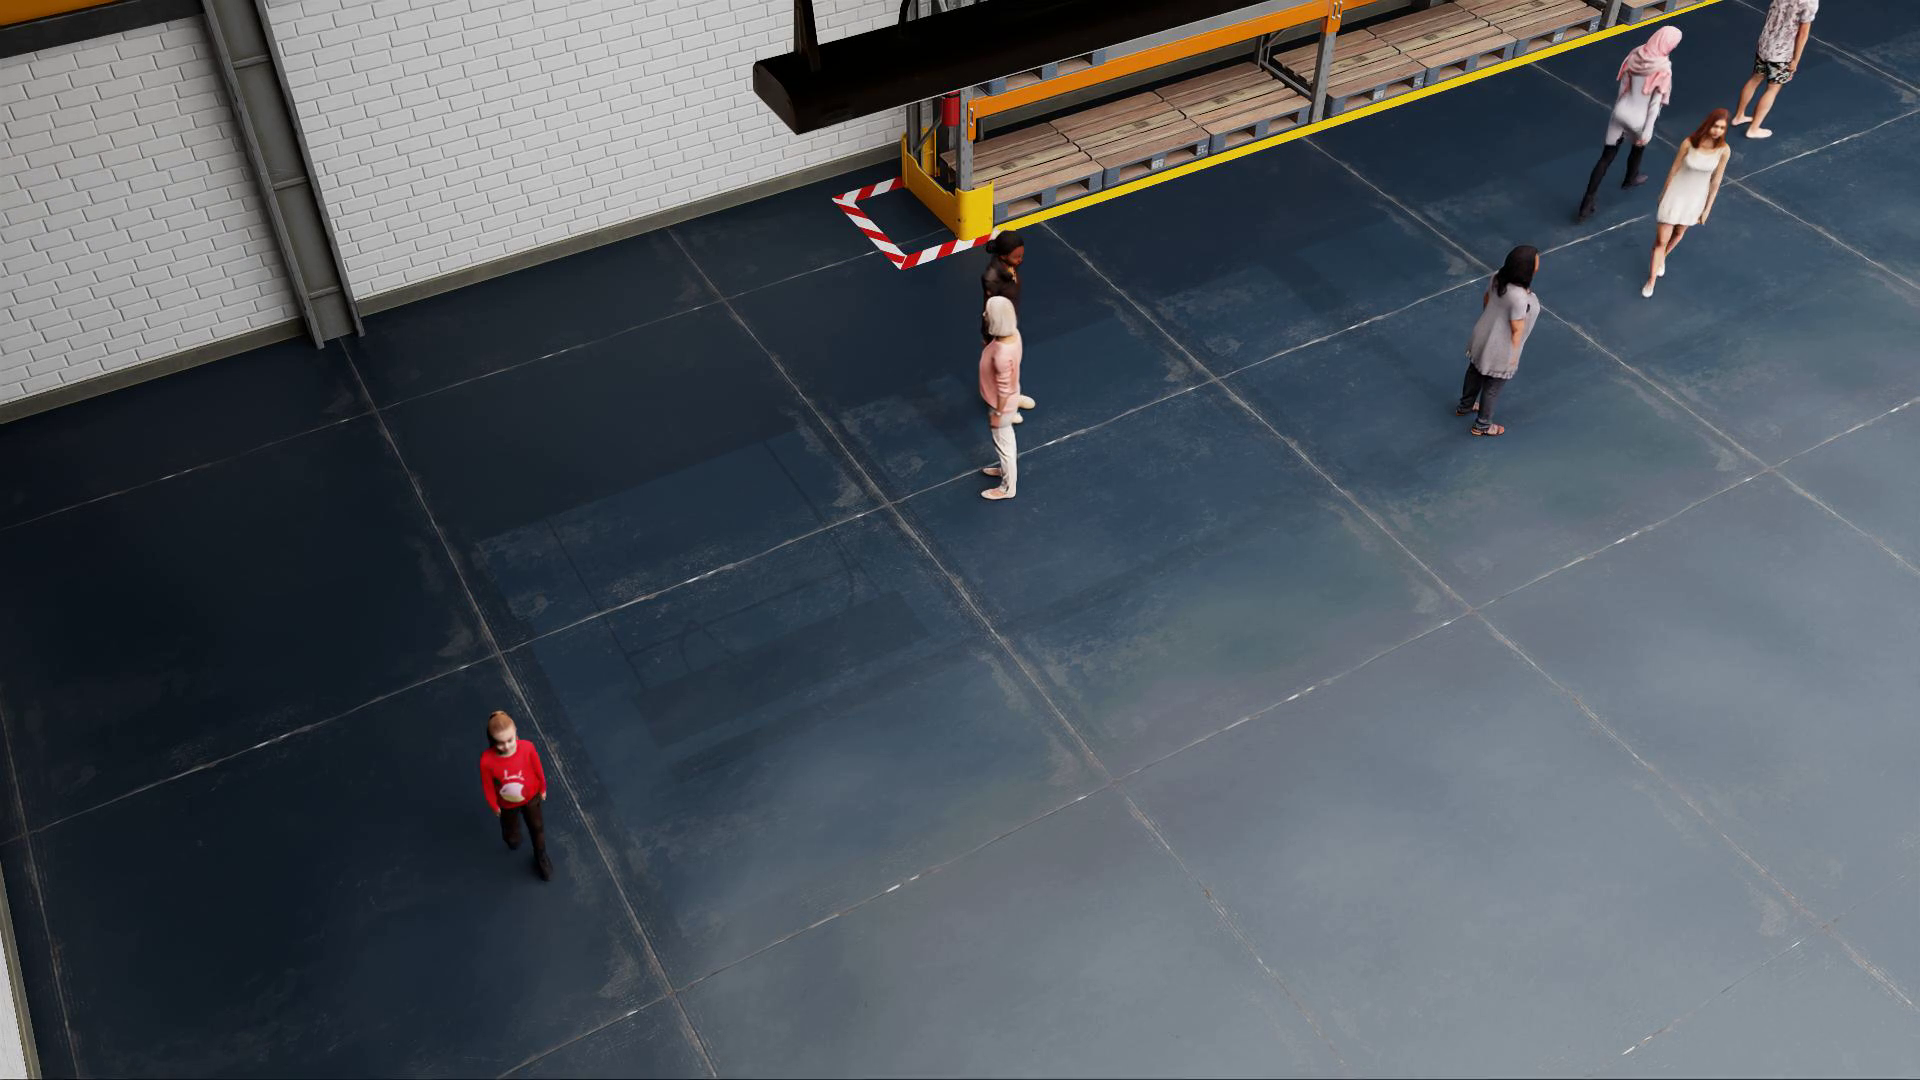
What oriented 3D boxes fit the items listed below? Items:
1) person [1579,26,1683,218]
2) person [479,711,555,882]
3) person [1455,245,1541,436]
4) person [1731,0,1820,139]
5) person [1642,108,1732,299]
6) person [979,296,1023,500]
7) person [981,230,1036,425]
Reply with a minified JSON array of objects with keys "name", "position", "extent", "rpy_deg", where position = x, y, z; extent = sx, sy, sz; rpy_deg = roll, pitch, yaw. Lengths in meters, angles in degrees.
[{"name":"person","position":[5.838,-3.630,14.627],"extent":[1.244,1.735,0.769],"rpy_deg":[-29,51,-27]},{"name":"person","position":[-2.585,1.443,9.635],"extent":[0.602,1.276,0.563],"rpy_deg":[-20,47,-20]},{"name":"person","position":[4.045,-1.518,12.501],"extent":[0.725,1.610,0.695],"rpy_deg":[-11,45,-11]},{"name":"person","position":[7.708,-4.667,15.661],"extent":[0.624,1.811,0.703],"rpy_deg":[-15,46,-15]},{"name":"person","position":[6.069,-2.903,13.909],"extent":[0.905,1.673,1.002],"rpy_deg":[14,45,15]},{"name":"person","position":[0.300,-1.017,11.892],"extent":[0.703,1.724,0.683],"rpy_deg":[3,44,3]},{"name":"person","position":[0.311,-1.643,12.597],"extent":[0.761,1.659,0.700],"rpy_deg":[5,44,5]}]
